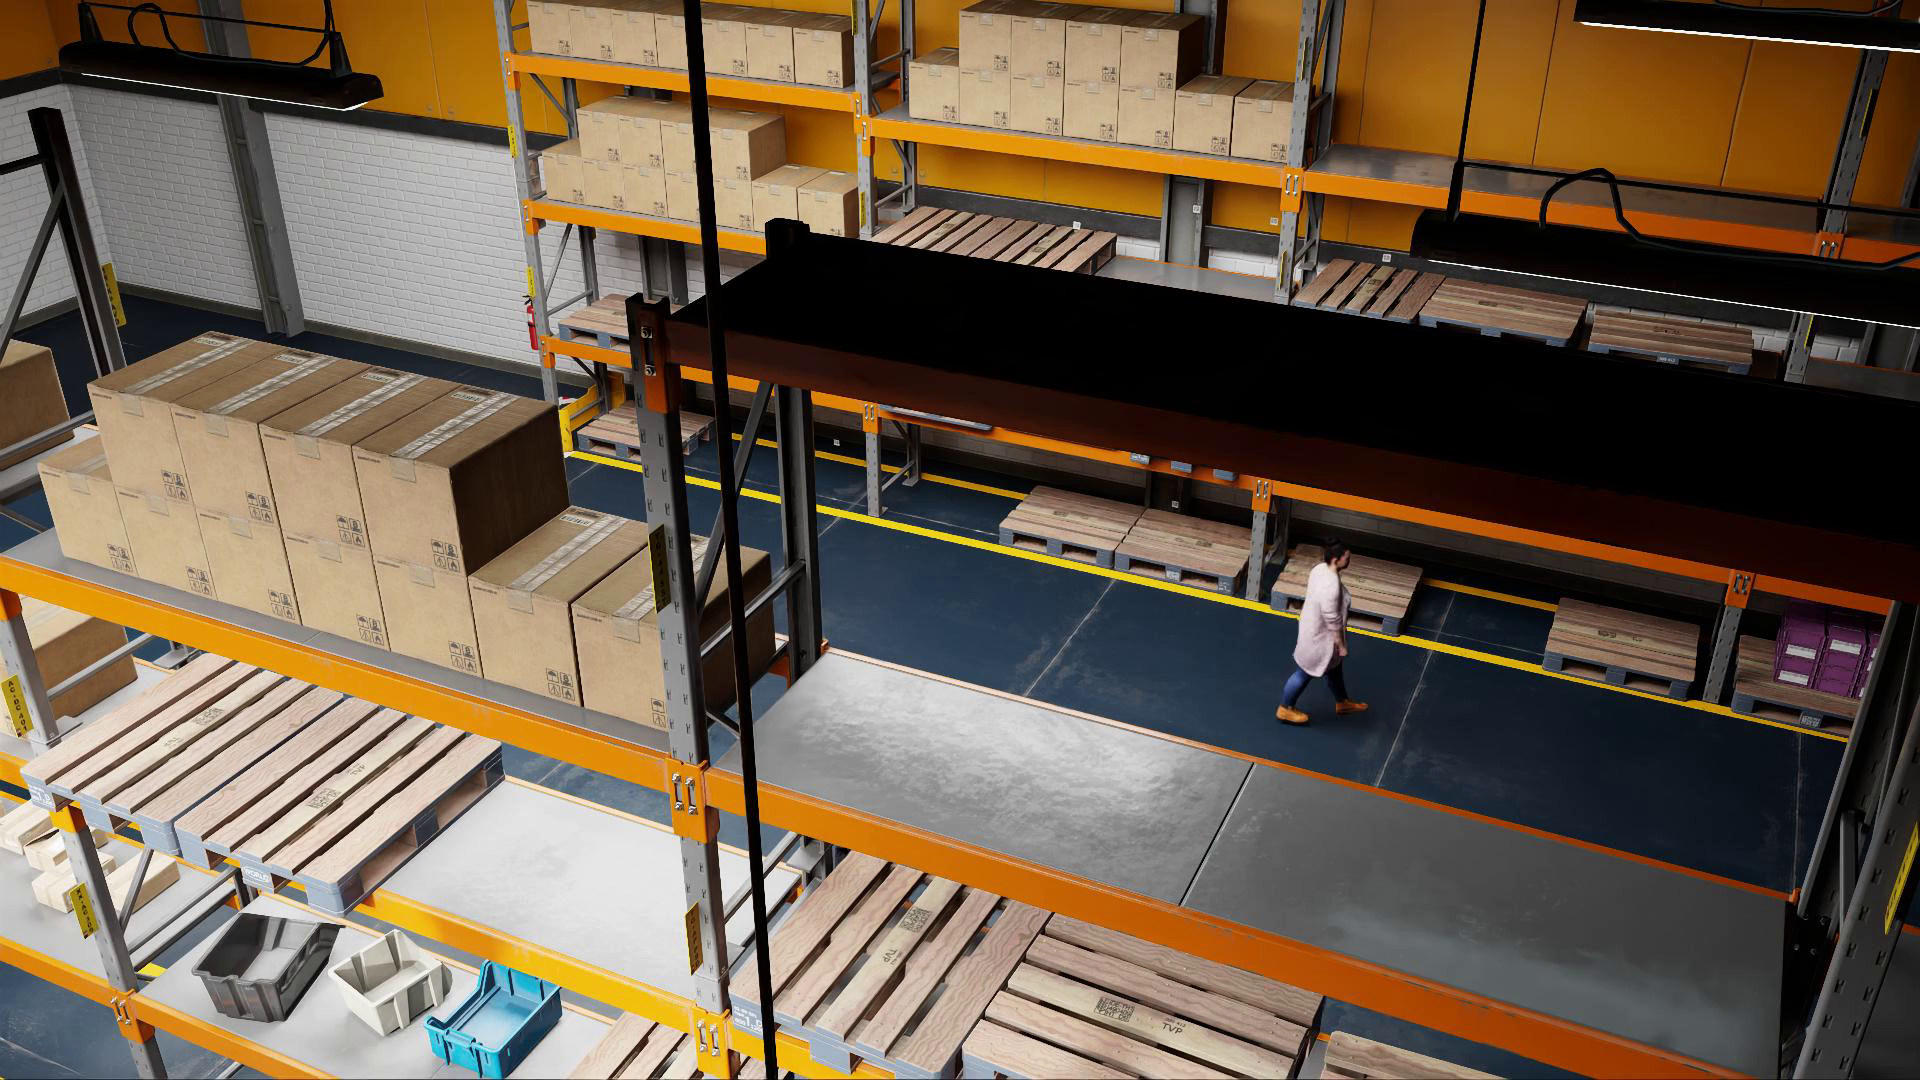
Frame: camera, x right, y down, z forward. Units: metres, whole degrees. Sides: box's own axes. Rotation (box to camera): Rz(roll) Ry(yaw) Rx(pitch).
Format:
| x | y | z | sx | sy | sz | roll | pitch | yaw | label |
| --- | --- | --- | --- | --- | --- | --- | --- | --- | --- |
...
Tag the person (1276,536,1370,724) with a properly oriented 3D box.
| x | y | z | sx | sy | sz | roll | pitch | yaw | label |
| --- | --- | --- | --- | --- | --- | --- | --- | --- | --- |
| 2.832 | 0.752 | 13.450 | 1.061 | 1.710 | 0.833 | 6 | 29 | 10 | person |
